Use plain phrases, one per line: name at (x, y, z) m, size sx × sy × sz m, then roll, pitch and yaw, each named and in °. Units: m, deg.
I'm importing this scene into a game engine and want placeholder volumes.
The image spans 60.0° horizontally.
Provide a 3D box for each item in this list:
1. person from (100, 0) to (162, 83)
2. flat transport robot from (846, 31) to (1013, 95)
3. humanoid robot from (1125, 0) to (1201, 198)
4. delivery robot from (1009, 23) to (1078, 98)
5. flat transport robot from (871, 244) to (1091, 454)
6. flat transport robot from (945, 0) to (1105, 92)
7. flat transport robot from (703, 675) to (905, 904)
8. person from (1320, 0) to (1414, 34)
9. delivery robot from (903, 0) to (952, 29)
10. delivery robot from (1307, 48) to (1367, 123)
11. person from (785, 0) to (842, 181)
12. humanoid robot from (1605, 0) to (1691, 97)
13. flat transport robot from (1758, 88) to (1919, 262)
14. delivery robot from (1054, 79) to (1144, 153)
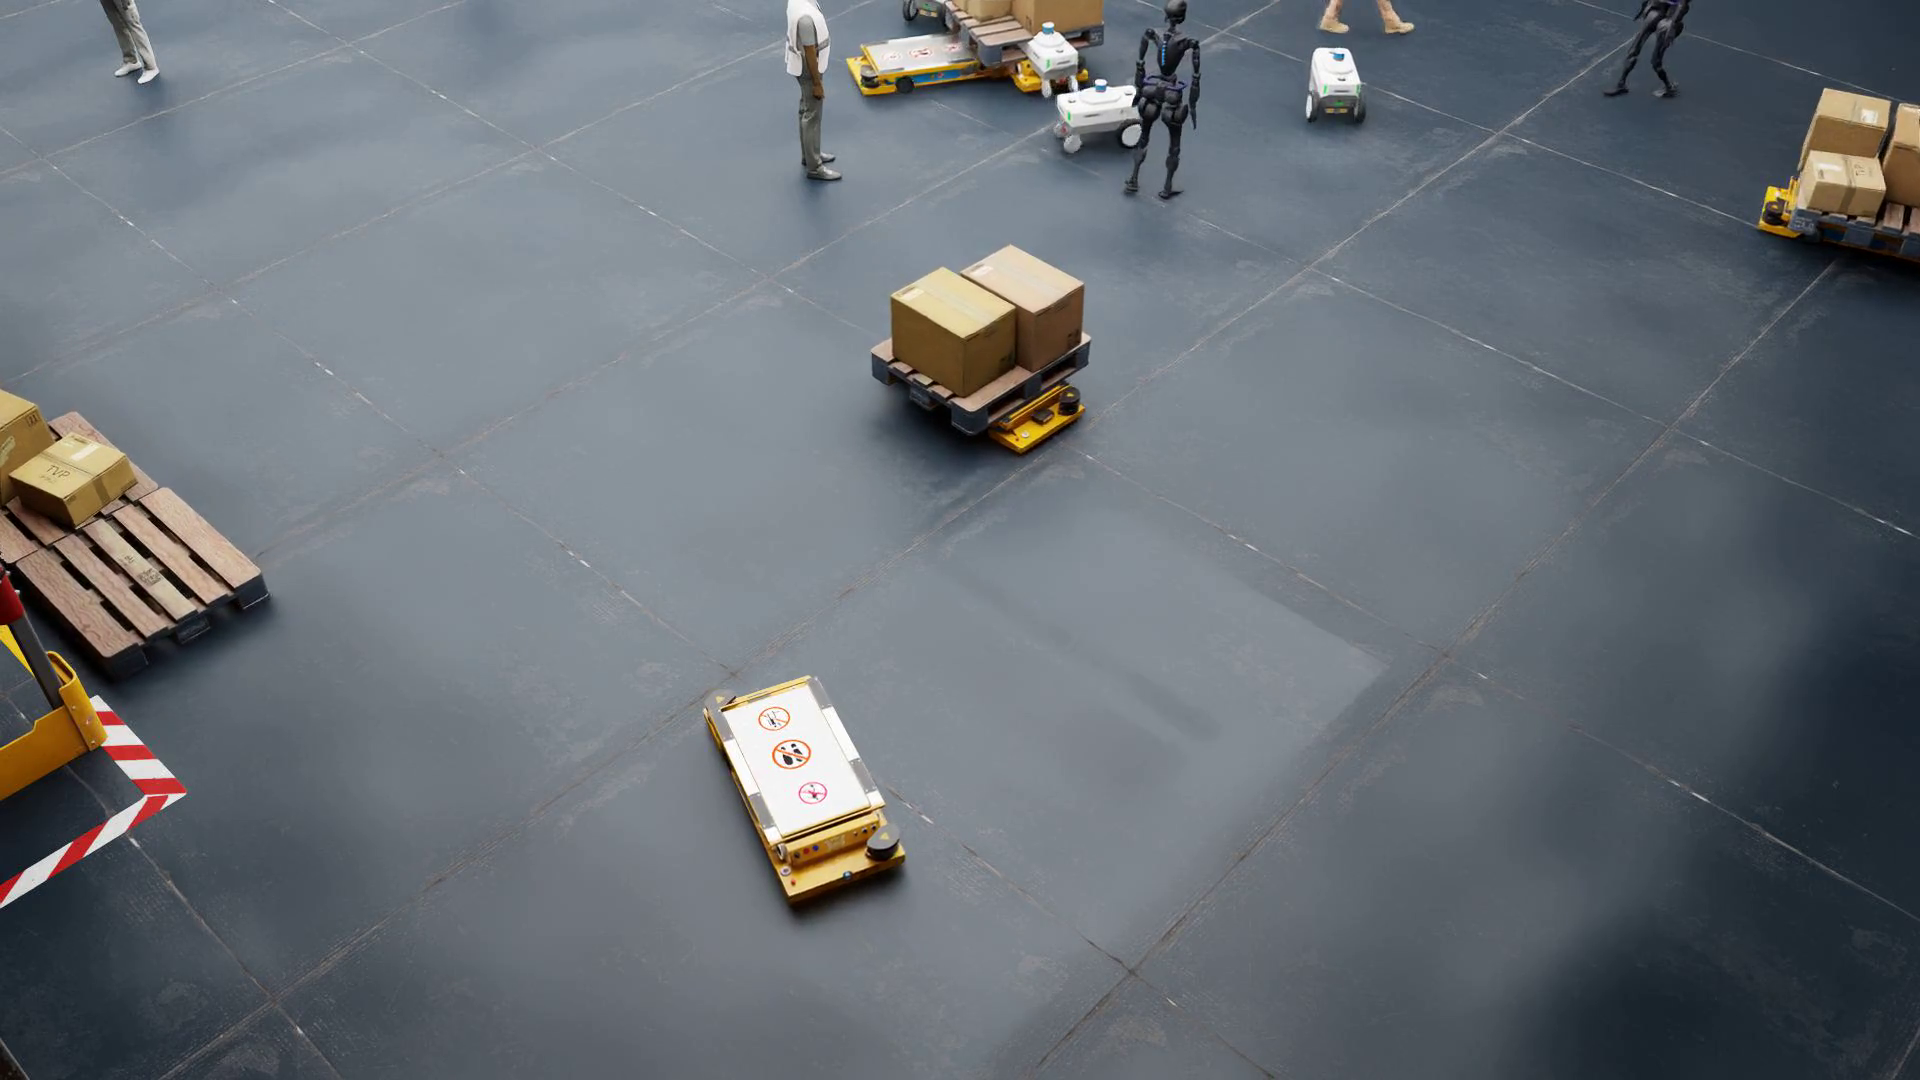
person at (-7.647, -4.943, 14.997) m, size 0.528 × 1.635 × 0.311 m, roll 23°, pitch 47°, yaw 23°
flat transport robot at (-0.286, -4.444, 15.466) m, size 1.431 × 0.231 × 0.659 m, roll -11°, pitch 43°, yaw -12°
humanoid robot at (1.638, -3.558, 13.424) m, size 0.593 × 1.642 × 0.376 m, roll 20°, pitch 46°, yaw 21°
delivery robot at (0.793, -4.459, 15.261) m, size 0.499 × 0.585 × 0.765 m, roll -16°, pitch 44°, yaw -17°
flat transport robot at (0.141, -1.123, 11.774) m, size 0.659 × 0.231 × 1.431 m, roll -34°, pitch 52°, yaw -32°
flat transport robot at (0.606, -4.665, 15.712) m, size 0.659 × 0.231 × 1.431 m, roll -16°, pitch 44°, yaw -17°
flat transport robot at (-0.877, 1.296, 9.086) m, size 0.659 × 0.231 × 1.431 m, roll -17°, pitch 45°, yaw -18°
person at (3.926, -5.570, 15.650) m, size 0.881 × 1.696 × 0.492 m, roll 16°, pitch 44°, yaw 17°
delivery robot at (-0.204, -5.383, 16.301) m, size 0.514 × 0.603 × 0.775 m, roll 16°, pitch 45°, yaw 17°
delivery robot at (3.350, -4.100, 14.851) m, size 0.499 × 0.570 × 0.750 m, roll 1°, pitch 42°, yaw 1°
person at (-1.231, -3.849, 13.630) m, size 0.391 × 1.839 × 0.564 m, roll -8°, pitch 43°, yaw -8°
humanoid robot at (6.238, -4.665, 14.694) m, size 0.624 × 1.658 × 0.587 m, roll -12°, pitch 43°, yaw -13°
flat transport robot at (7.222, -2.552, 13.363) m, size 1.431 × 0.231 × 0.659 m, roll 18°, pitch 45°, yaw 19°
delivery robot at (1.221, -3.701, 14.420) m, size 0.773 × 0.586 × 0.499 m, roll -10°, pitch 43°, yaw -11°
